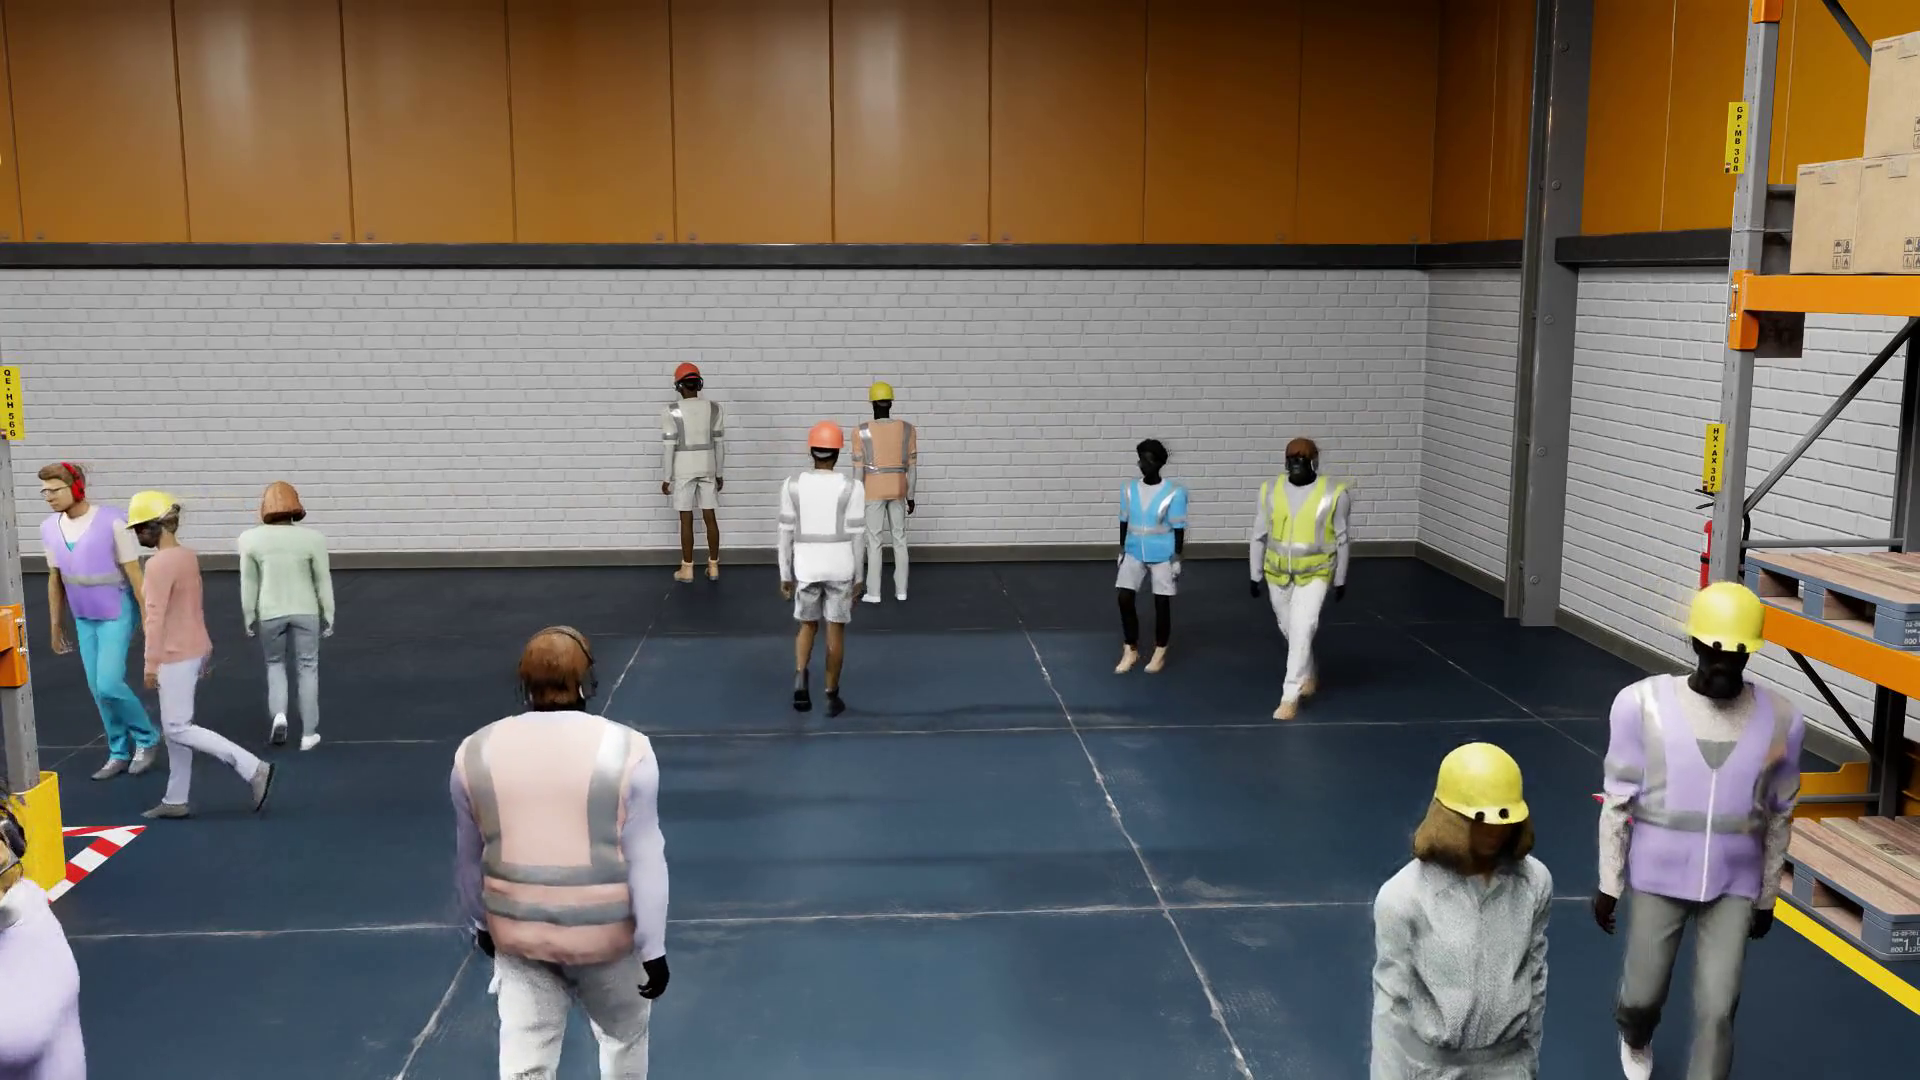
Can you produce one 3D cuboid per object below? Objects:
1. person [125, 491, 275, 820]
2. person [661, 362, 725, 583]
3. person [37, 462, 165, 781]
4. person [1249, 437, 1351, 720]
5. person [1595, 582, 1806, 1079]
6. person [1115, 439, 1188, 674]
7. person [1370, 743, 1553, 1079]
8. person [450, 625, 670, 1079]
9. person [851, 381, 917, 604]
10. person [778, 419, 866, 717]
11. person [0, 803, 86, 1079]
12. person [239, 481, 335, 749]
[{"bbox_3d":[-3.934,0.610,8.586,0.671,1.729,0.581,-1,9,-6],"label":"person"},{"bbox_3d":[-2.476,-0.623,15.393,0.605,2.035,0.394,-5,10,-29],"label":"person"},{"bbox_3d":[-4.805,0.457,9.303,0.622,1.813,0.478,3,10,21],"label":"person"},{"bbox_3d":[2.238,0.210,10.921,0.625,1.807,0.923,5,10,30],"label":"person"},{"bbox_3d":[2.340,1.045,5.328,0.602,1.905,0.710,2,9,13],"label":"person"},{"bbox_3d":[1.310,0.133,11.715,0.552,1.677,0.565,5,10,29],"label":"person"},{"bbox_3d":[1.248,1.340,4.019,0.516,1.716,0.714,-2,9,-13],"label":"person"},{"bbox_3d":[-1.160,1.142,5.017,0.666,1.804,0.857,1,9,5],"label":"person"},{"bbox_3d":[-0.659,-0.404,14.352,0.587,1.927,0.365,-3,10,-20],"label":"person"},{"bbox_3d":[-0.879,0.197,10.611,0.555,1.925,0.548,1,9,9],"label":"person"},{"bbox_3d":[-1.902,1.371,3.331,0.416,1.896,0.738,-2,9,-10],"label":"person"},{"bbox_3d":[-3.992,0.454,9.901,0.524,1.619,0.391,-2,9,-14],"label":"person"}]
